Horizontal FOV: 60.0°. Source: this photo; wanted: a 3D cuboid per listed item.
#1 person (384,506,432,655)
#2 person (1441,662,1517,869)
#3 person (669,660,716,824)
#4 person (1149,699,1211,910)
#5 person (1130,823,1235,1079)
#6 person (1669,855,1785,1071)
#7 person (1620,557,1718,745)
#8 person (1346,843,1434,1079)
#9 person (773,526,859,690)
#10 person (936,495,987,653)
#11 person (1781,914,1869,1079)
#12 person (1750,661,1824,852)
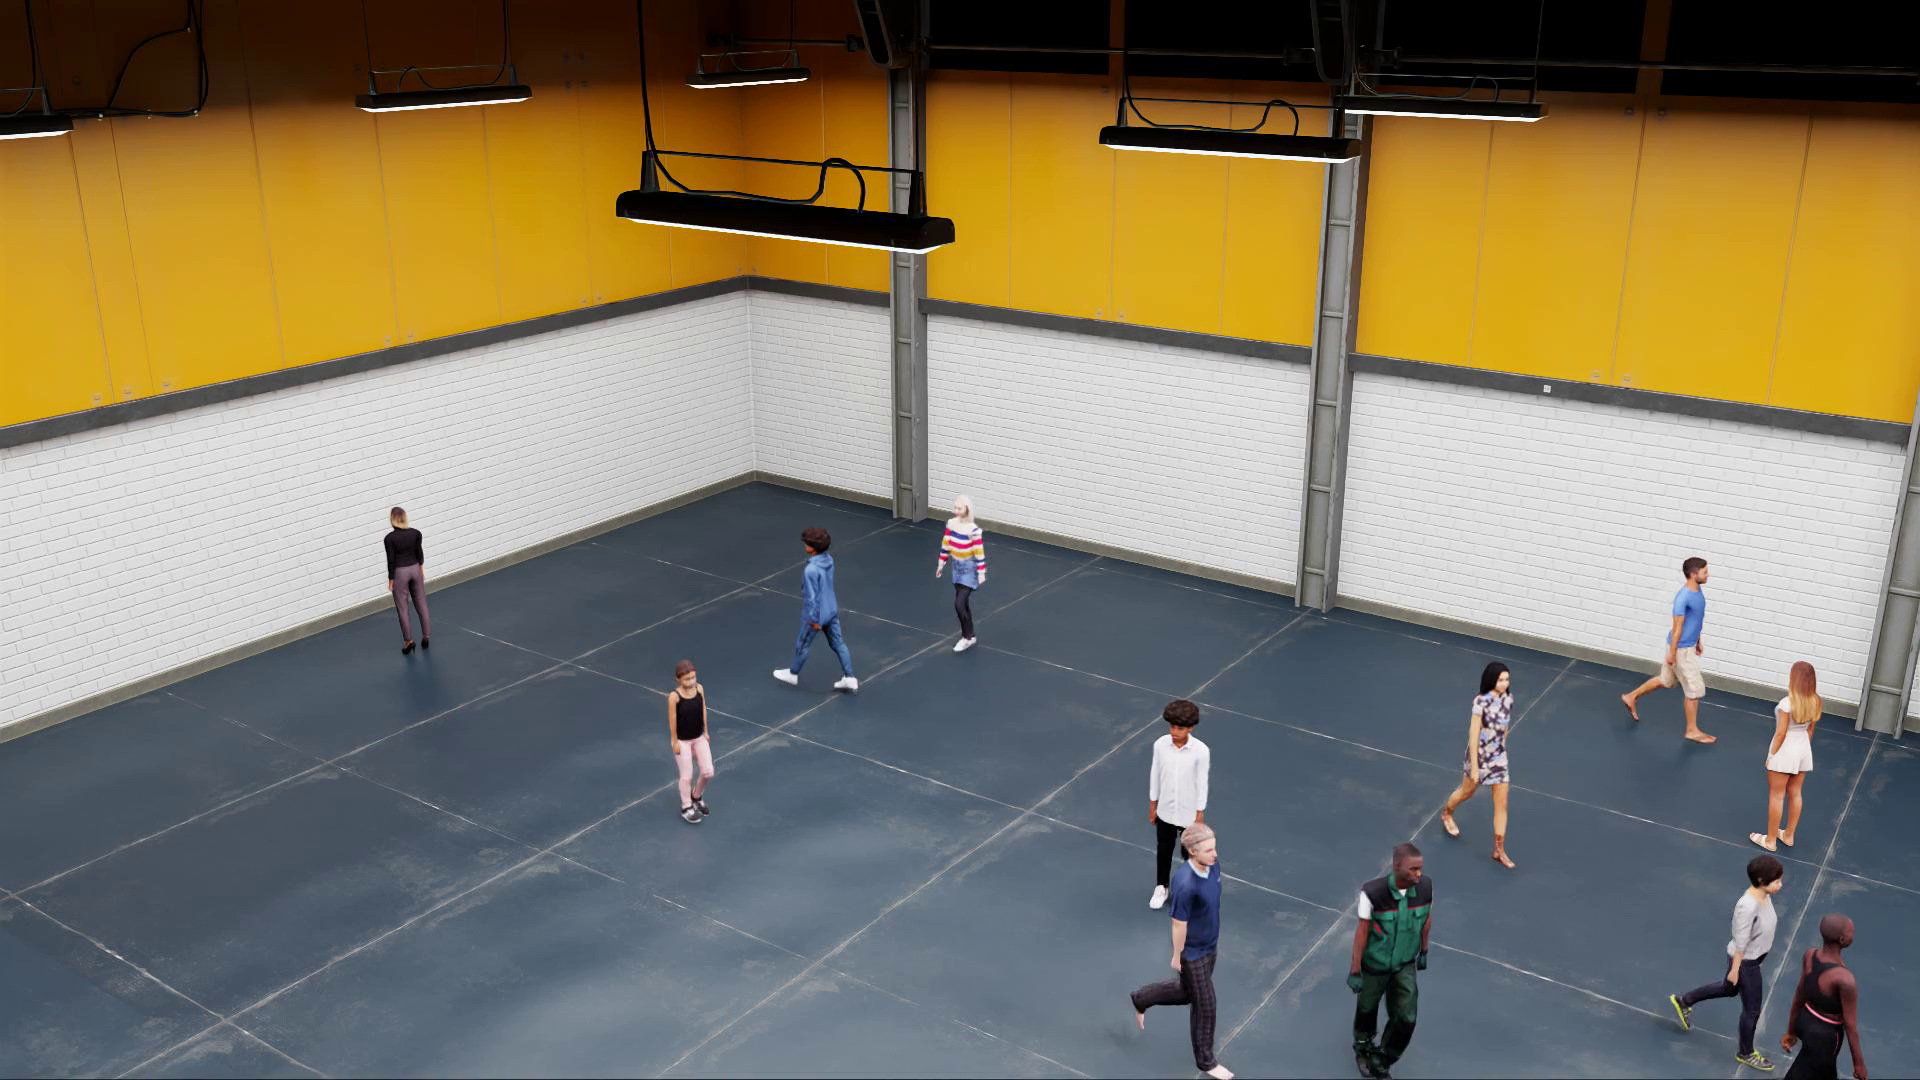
[{"bbox_3d":[-6.052,0.437,18.205,0.579,1.669,0.627,16,25,40],"label":"person"},{"bbox_3d":[4.371,1.832,14.028,1.023,1.692,1.201,-7,20,-20],"label":"person"},{"bbox_3d":[-2.406,1.728,14.570,0.610,1.543,0.648,-15,24,-37],"label":"person"},{"bbox_3d":[1.731,2.088,13.090,0.540,1.805,0.713,8,20,23],"label":"person"},{"bbox_3d":[1.495,2.715,11.170,1.067,1.842,0.671,12,22,32],"label":"person"},{"bbox_3d":[5.285,2.821,11.343,0.963,1.530,0.586,16,24,39],"label":"person"},{"bbox_3d":[6.950,1.023,16.205,1.179,1.836,0.640,12,22,32],"label":"person"},{"bbox_3d":[2.816,2.763,11.072,0.949,1.813,1.012,-2,19,-5],"label":"person"},{"bbox_3d":[-1.363,0.748,17.128,1.189,1.767,0.781,9,21,26],"label":"person"},{"bbox_3d":[0.115,0.335,18.319,0.806,1.790,0.677,-15,24,-37],"label":"person"},{"bbox_3d":[5.159,3.111,10.200,1.227,1.711,1.100,-2,19,-5],"label":"person"},{"bbox_3d":[7.025,1.814,14.071,0.669,1.697,0.714,-6,19,-17],"label":"person"}]
